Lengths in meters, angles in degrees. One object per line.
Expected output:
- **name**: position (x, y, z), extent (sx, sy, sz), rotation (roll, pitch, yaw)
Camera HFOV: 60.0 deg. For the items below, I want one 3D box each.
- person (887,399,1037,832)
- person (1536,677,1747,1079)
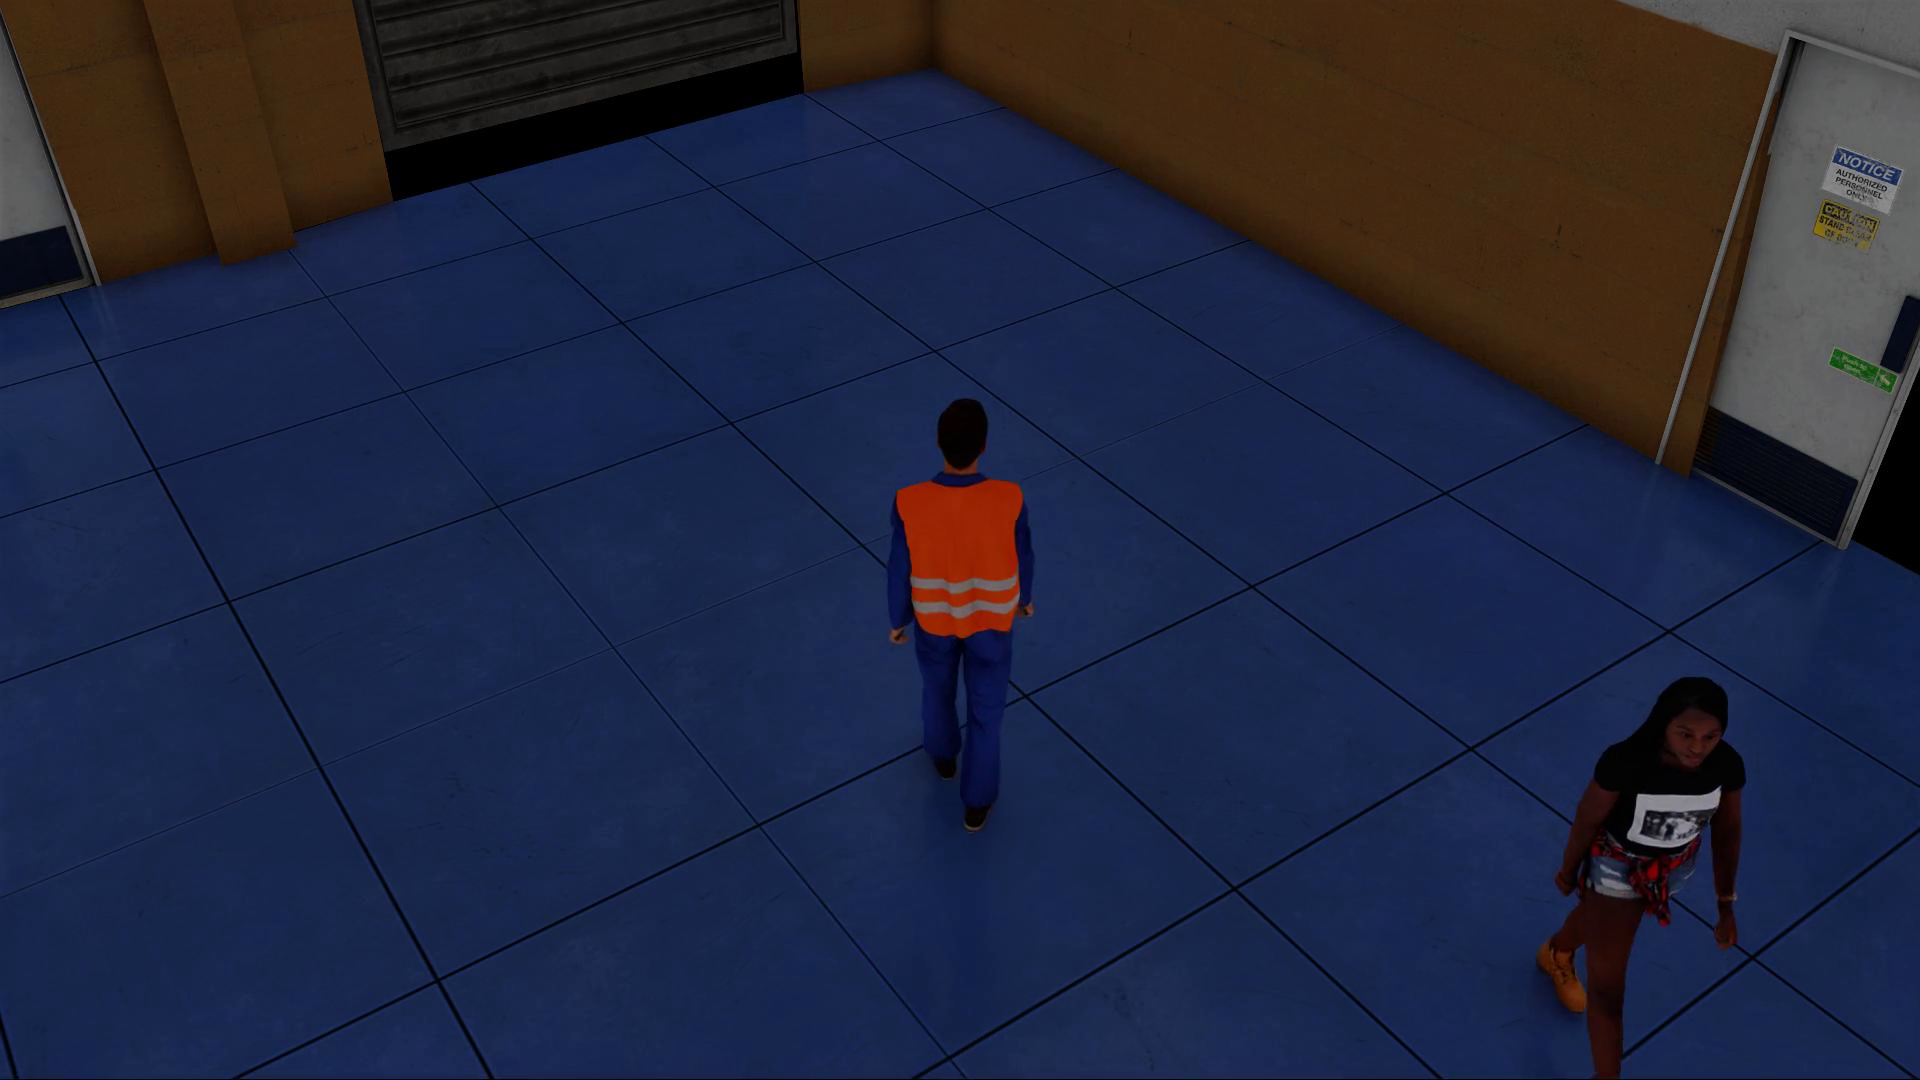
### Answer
- **person**: position (0.011, 0.323, 6.165), extent (0.931, 1.864, 0.985), rotation (2, 37, 2)
- **person**: position (2.122, 1.031, 5.379), extent (1.183, 1.675, 1.008), rotation (-7, 37, -9)
